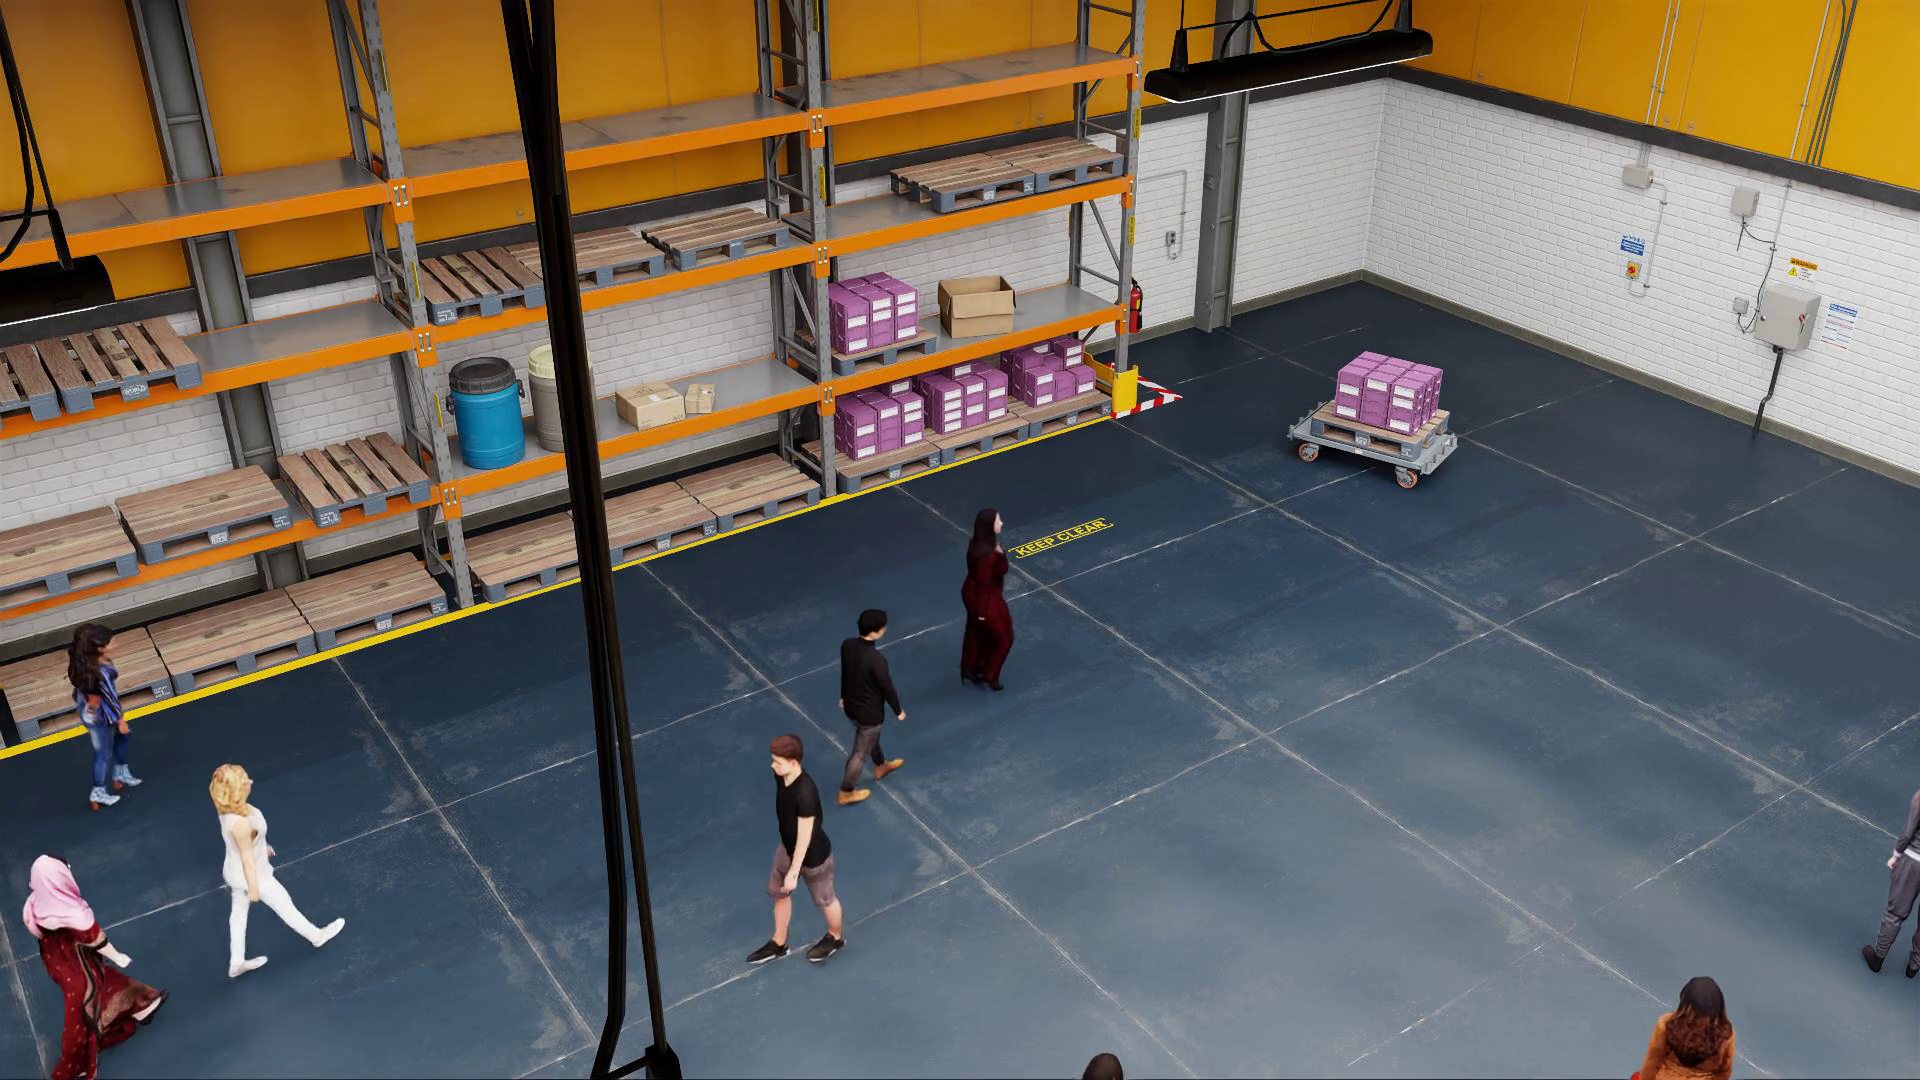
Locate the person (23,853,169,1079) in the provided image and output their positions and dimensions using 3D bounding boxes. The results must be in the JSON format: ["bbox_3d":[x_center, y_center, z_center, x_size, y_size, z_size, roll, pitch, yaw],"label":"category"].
[{"bbox_3d":[-5.525,2.689,10.269,0.878,1.585,1.156,19,34,31],"label":"person"}]

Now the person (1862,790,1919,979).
[{"bbox_3d":[6.413,2.163,11.032,0.651,1.780,0.680,9,30,16],"label":"person"}]

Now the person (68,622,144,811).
[{"bbox_3d":[-6.629,1.360,12.697,0.714,1.594,0.651,-25,37,-38],"label":"person"}]

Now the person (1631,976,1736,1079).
[{"bbox_3d":[4.025,3.169,9.272,1.009,1.699,1.174,11,31,20],"label":"person"}]

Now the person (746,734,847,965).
[{"bbox_3d":[-0.957,2.052,11.179,0.914,1.833,0.709,-21,35,-34],"label":"person"}]

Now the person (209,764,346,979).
[{"bbox_3d":[-4.819,2.230,11.064,1.031,1.632,0.668,-23,36,-36],"label":"person"}]

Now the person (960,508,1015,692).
[{"bbox_3d":[0.104,0.526,14.071,0.806,1.743,0.778,-6,29,-11],"label":"person"}]

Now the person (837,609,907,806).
[{"bbox_3d":[-0.784,1.309,12.690,0.925,1.690,0.674,-20,34,-32],"label":"person"}]
